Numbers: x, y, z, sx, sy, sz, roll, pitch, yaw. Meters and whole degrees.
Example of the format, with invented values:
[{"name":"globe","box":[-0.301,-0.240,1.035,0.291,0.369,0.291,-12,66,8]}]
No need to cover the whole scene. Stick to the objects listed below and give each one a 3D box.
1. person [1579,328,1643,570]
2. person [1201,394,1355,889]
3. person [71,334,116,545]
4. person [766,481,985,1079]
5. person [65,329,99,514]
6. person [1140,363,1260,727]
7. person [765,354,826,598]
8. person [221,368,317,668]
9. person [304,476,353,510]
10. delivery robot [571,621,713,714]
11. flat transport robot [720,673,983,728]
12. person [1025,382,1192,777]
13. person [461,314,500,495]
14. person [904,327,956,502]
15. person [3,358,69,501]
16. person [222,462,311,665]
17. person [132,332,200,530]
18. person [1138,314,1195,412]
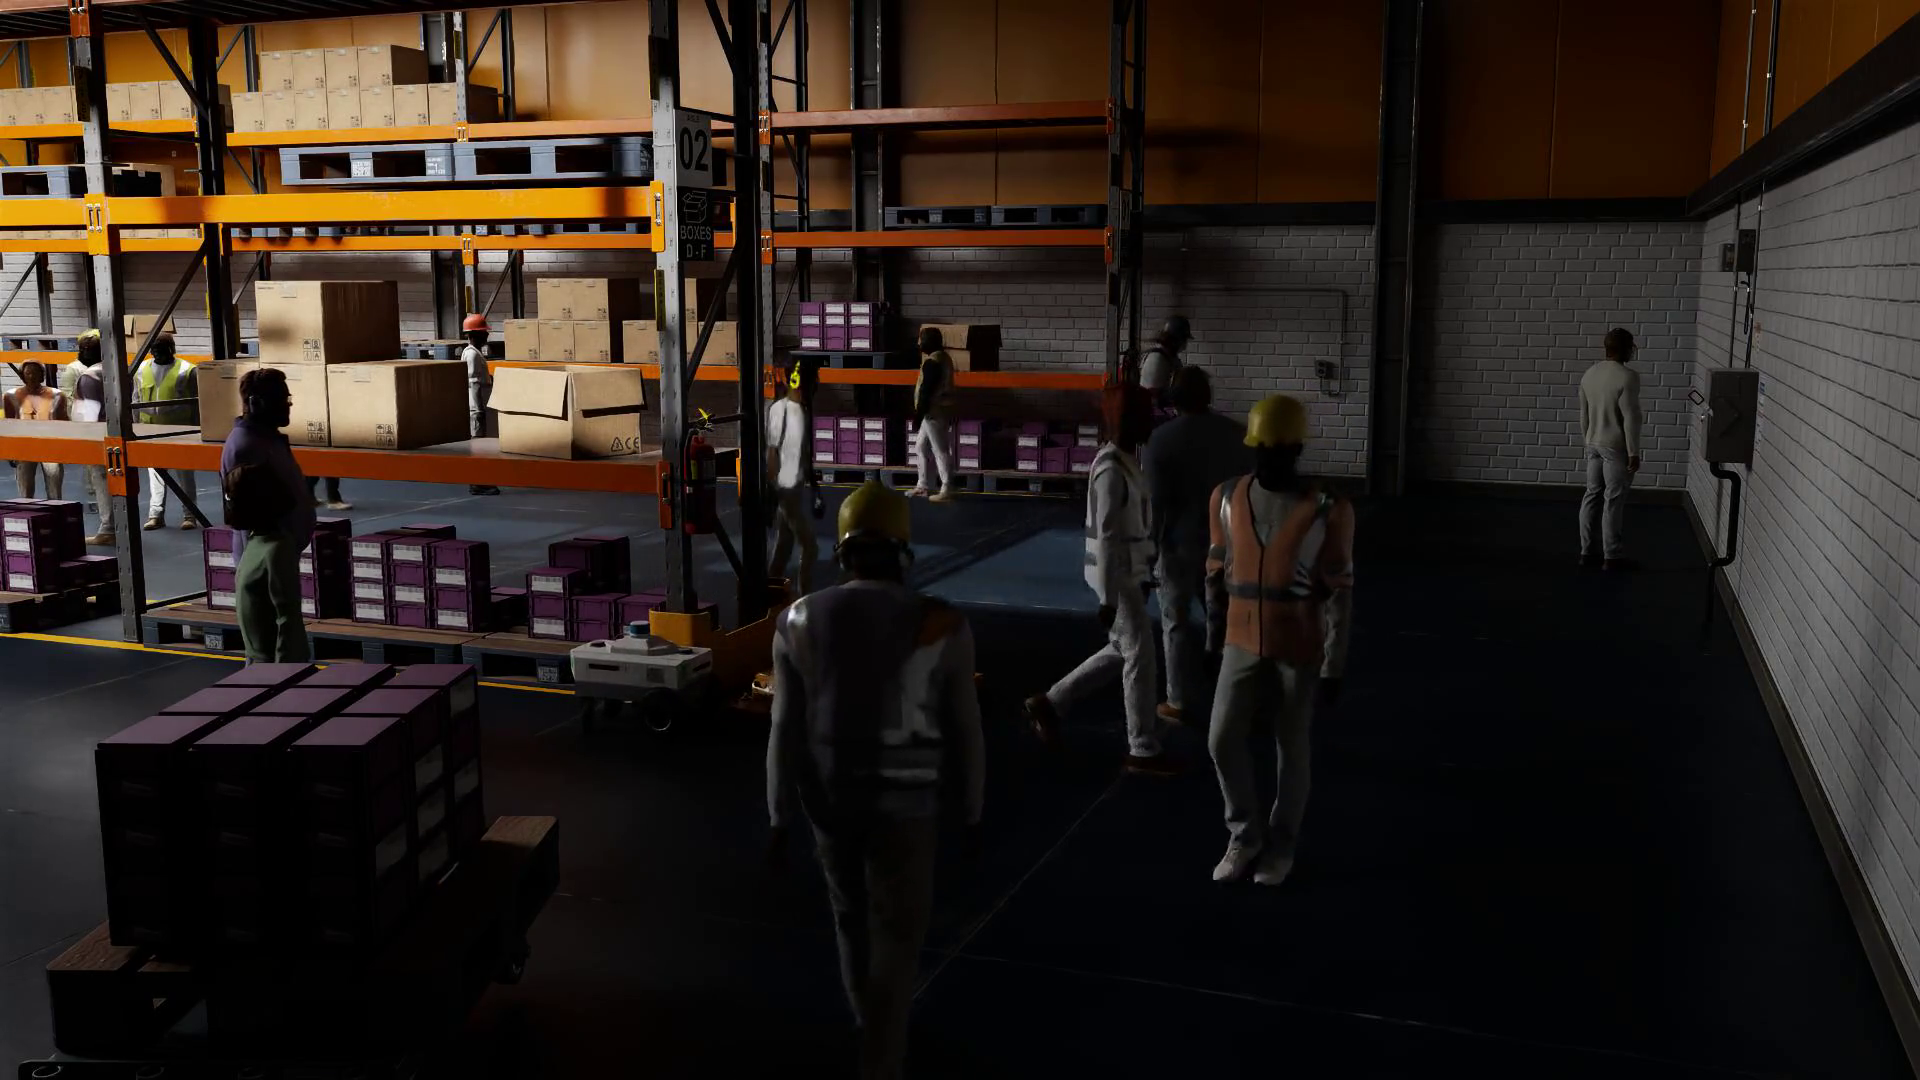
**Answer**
[{"name":"person","box":[5.227,-0.728,13.348,0.372,1.940,0.631,-3,10,-19]},{"name":"person","box":[1.169,0.404,6.316,0.622,1.907,0.534,6,11,32]},{"name":"person","box":[-7.539,-0.877,14.586,0.429,1.845,0.620,-1,9,-4]},{"name":"person","box":[-0.252,0.742,4.684,0.606,1.784,0.953,2,9,10]},{"name":"person","box":[-8.501,-1.170,16.506,0.464,1.819,0.619,5,10,29]},{"name":"person","box":[1.268,0.057,8.516,0.657,1.906,0.715,-3,10,-18]},{"name":"person","box":[-1.016,-0.282,10.857,0.779,1.834,0.537,2,9,12]},{"name":"person","box":[-3.378,0.107,8.205,0.406,1.906,0.654,-3,9,-15]},{"name":"person","box":[-6.443,-1.192,16.732,0.608,1.811,0.588,-1,9,-5]},{"name":"delivery robot","box":[-1.657,0.664,8.648,0.707,0.478,0.477,3,10,19]},{"name":"flat transport robot","box":[-0.563,0.785,9.069,0.652,0.197,1.431,7,11,37]},{"name":"person","box":[0.712,0.185,7.846,0.730,1.864,0.583,1,9,8]},{"name":"person","box":[-5.163,-1.448,17.858,0.350,1.942,0.545,-3,10,-18]},{"name":"person","box":[-0.356,-1.293,17.272,0.732,1.816,0.624,1,9,9]},{"name":"person","box":[-8.035,-0.765,14.512,0.514,1.640,0.315,-6,11,-33]},{"name":"person","box":[-2.721,0.502,6.579,0.280,1.633,0.498,-6,11,-33]},{"name":"person","box":[-7.338,-1.003,15.399,0.621,1.839,0.429,-1,9,-5]},{"name":"person","box":[1.895,-1.155,15.712,0.606,2.000,0.722,3,10,19]}]
